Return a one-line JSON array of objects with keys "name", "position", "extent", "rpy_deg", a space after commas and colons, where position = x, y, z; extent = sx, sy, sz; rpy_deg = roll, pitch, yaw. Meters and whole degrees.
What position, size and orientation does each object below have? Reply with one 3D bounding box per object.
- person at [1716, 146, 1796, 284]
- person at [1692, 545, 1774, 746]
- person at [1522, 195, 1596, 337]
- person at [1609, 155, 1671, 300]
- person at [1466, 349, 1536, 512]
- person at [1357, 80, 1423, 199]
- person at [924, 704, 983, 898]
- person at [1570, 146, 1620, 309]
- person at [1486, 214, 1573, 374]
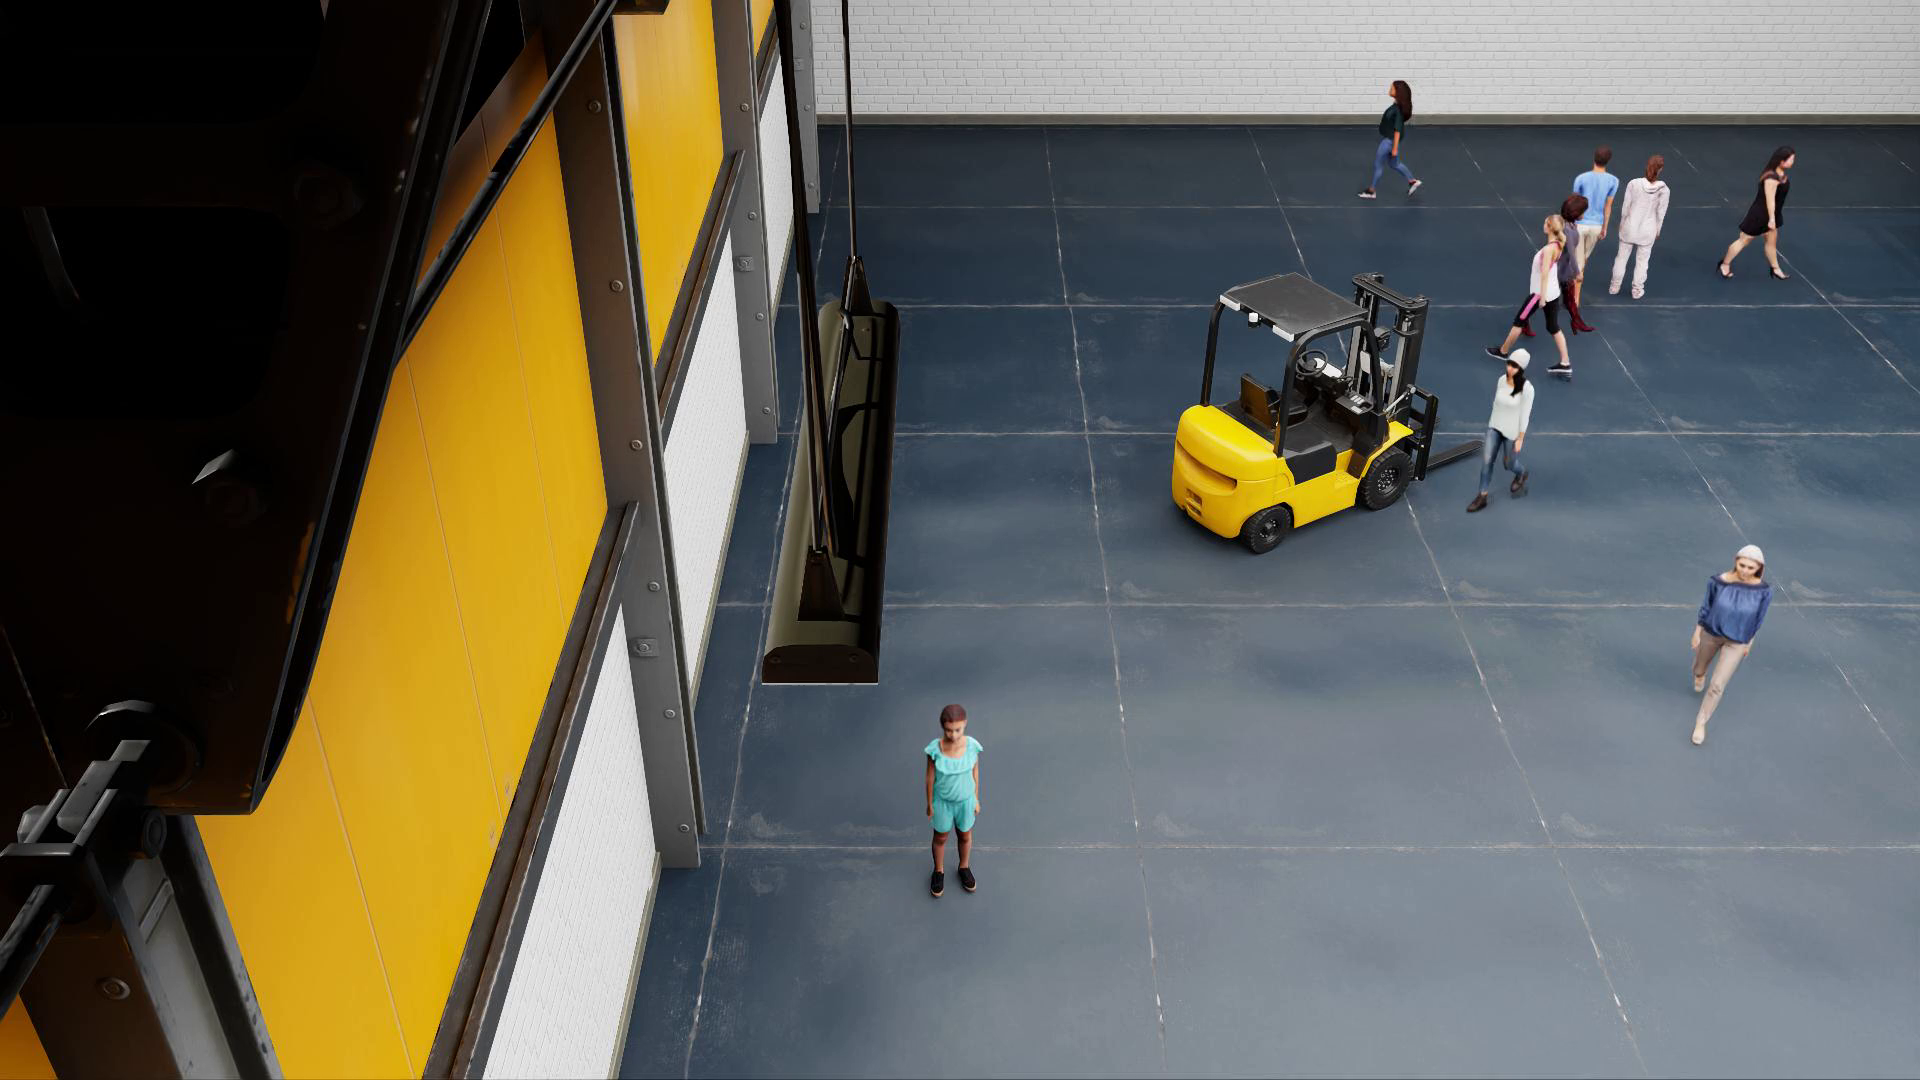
[{"name": "person", "position": [9.381, -3.825, 19.641], "extent": [1.047, 1.672, 1.105], "rpy_deg": [17, 37, 23]}, {"name": "person", "position": [5.884, 0.726, 12.792], "extent": [0.904, 1.674, 1.116], "rpy_deg": [15, 36, 21]}, {"name": "person", "position": [6.514, -2.991, 18.385], "extent": [0.892, 1.673, 1.066], "rpy_deg": [11, 35, 16]}, {"name": "person", "position": [7.910, -3.647, 19.357], "extent": [0.727, 1.689, 0.731], "rpy_deg": [17, 37, 24]}, {"name": "person", "position": [5.142, -1.031, 15.481], "extent": [0.993, 1.623, 0.990], "rpy_deg": [-23, 40, -31]}, {"name": "person", "position": [5.743, -5.219, 21.810], "extent": [0.771, 1.592, 1.019], "rpy_deg": [5, 34, 8]}, {"name": "person", "position": [-0.048, 1.756, 11.347], "extent": [0.582, 1.558, 0.590], "rpy_deg": [-5, 34, -8]}, {"name": "person", "position": [7.214, -3.551, 19.090], "extent": [0.636, 1.825, 1.068], "rpy_deg": [1, 34, 1]}, {"name": "person", "position": [6.309, -2.565, 17.688], "extent": [1.166, 1.735, 1.162], "rpy_deg": [25, 41, 32]}]
